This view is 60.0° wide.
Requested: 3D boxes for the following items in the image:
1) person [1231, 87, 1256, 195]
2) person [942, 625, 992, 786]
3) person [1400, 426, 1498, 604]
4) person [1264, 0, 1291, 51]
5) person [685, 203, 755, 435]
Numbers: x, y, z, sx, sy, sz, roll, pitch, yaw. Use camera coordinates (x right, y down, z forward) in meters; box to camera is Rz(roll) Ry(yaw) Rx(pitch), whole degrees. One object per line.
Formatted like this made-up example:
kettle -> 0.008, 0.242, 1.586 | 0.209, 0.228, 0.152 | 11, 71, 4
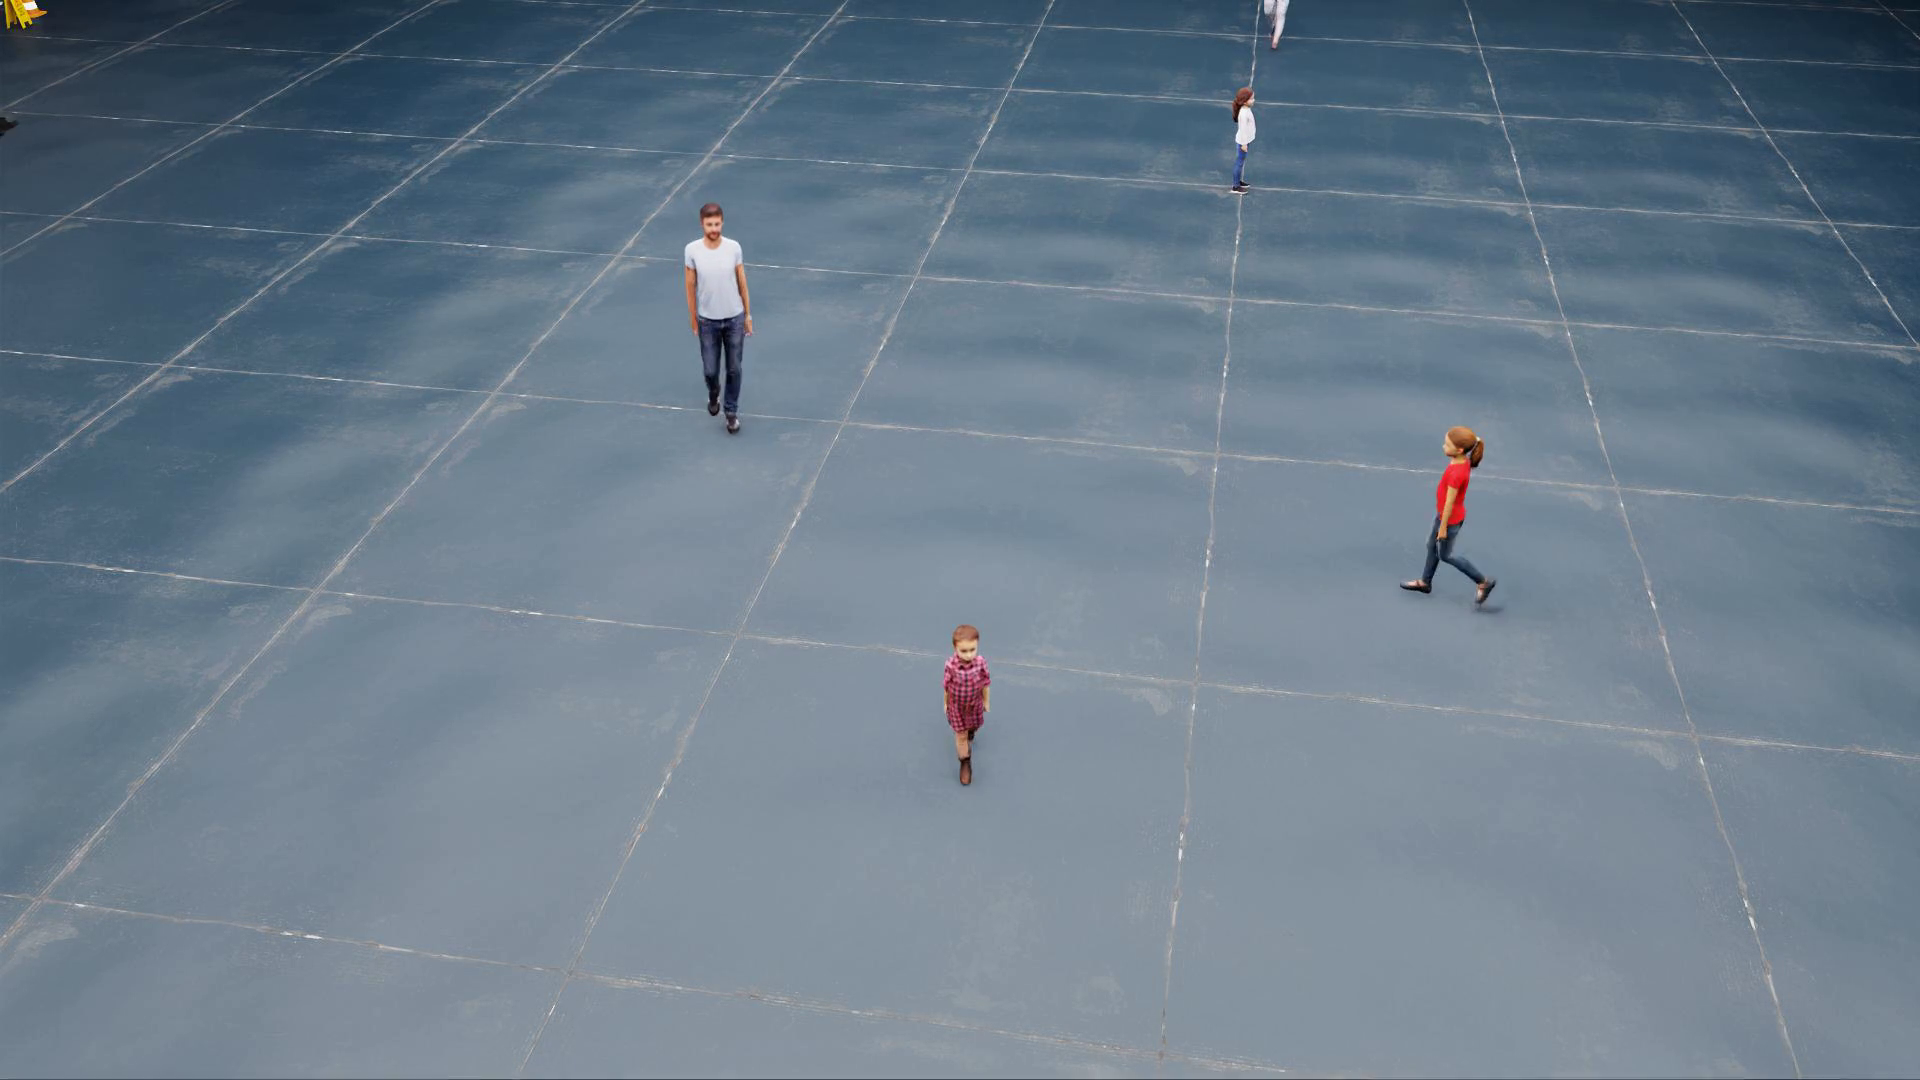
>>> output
person -> 3.004, -4.259, 17.652 | 0.479, 1.110, 0.445 | 7, 33, 11
person -> 0.035, 0.890, 9.583 | 0.658, 1.010, 0.592 | -3, 32, -4
person -> 3.301, -0.143, 10.959 | 0.846, 1.289, 0.538 | 10, 33, 15
person -> 4.258, -7.365, 22.118 | 0.717, 1.598, 0.743 | 11, 34, 17
person -> -1.872, -1.754, 12.985 | 0.786, 1.853, 0.835 | -7, 33, -11
